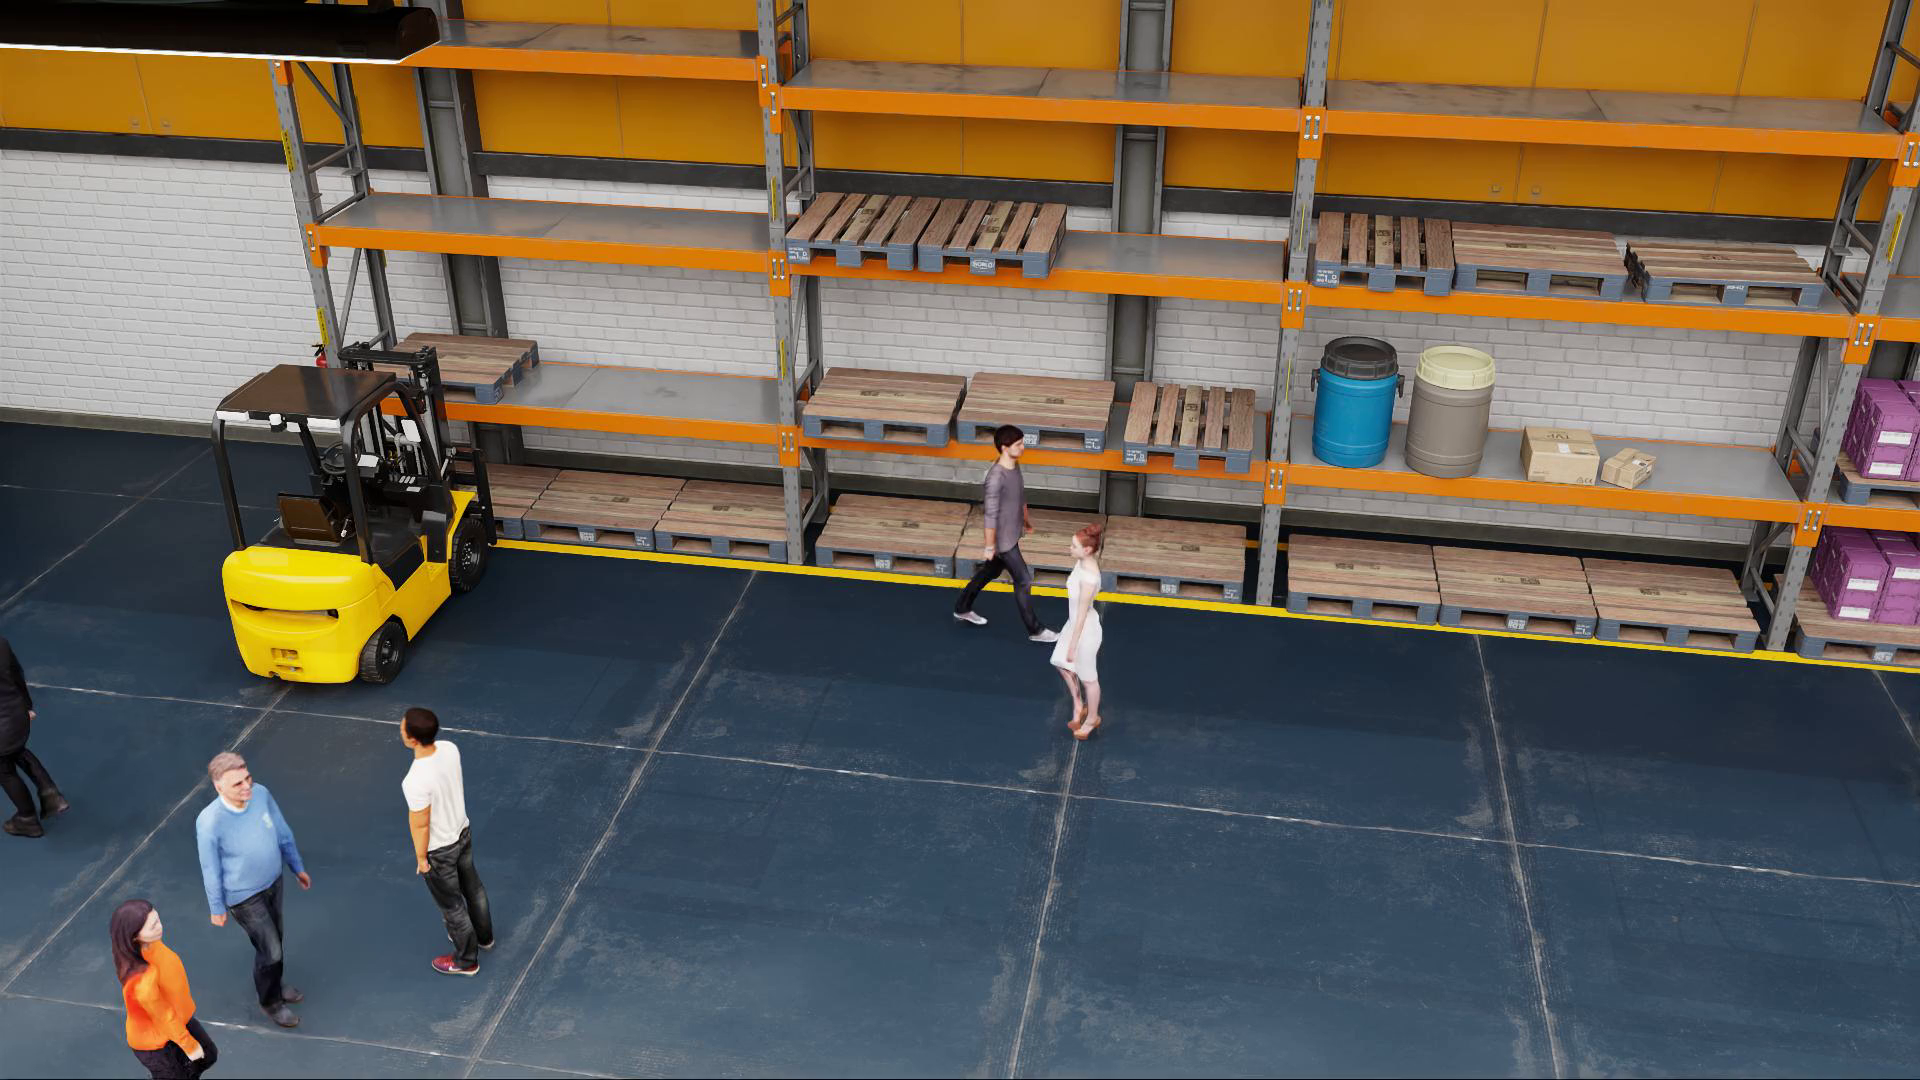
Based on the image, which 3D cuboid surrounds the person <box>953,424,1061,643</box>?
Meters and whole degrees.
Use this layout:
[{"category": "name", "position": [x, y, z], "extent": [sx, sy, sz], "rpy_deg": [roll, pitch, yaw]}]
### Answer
[{"category": "person", "position": [0.265, -0.053, 12.974], "extent": [1.175, 1.807, 0.756], "rpy_deg": [7, 29, 13]}]

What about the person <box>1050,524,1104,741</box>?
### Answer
[{"category": "person", "position": [0.960, 0.674, 11.667], "extent": [0.675, 1.782, 0.664], "rpy_deg": [-1, 29, -3]}]

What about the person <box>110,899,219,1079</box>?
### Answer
[{"category": "person", "position": [-4.094, 2.509, 8.354], "extent": [0.746, 1.735, 0.725], "rpy_deg": [-12, 31, -22]}]

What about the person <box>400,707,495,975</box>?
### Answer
[{"category": "person", "position": [-2.998, 1.734, 9.703], "extent": [0.552, 1.803, 0.632], "rpy_deg": [7, 29, 12]}]

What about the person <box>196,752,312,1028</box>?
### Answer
[{"category": "person", "position": [-4.060, 1.908, 9.387], "extent": [0.696, 1.800, 0.710], "rpy_deg": [9, 30, 16]}]

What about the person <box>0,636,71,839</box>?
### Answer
[{"category": "person", "position": [-6.143, 1.179, 10.766], "extent": [0.647, 1.760, 0.631], "rpy_deg": [5, 29, 9]}]
